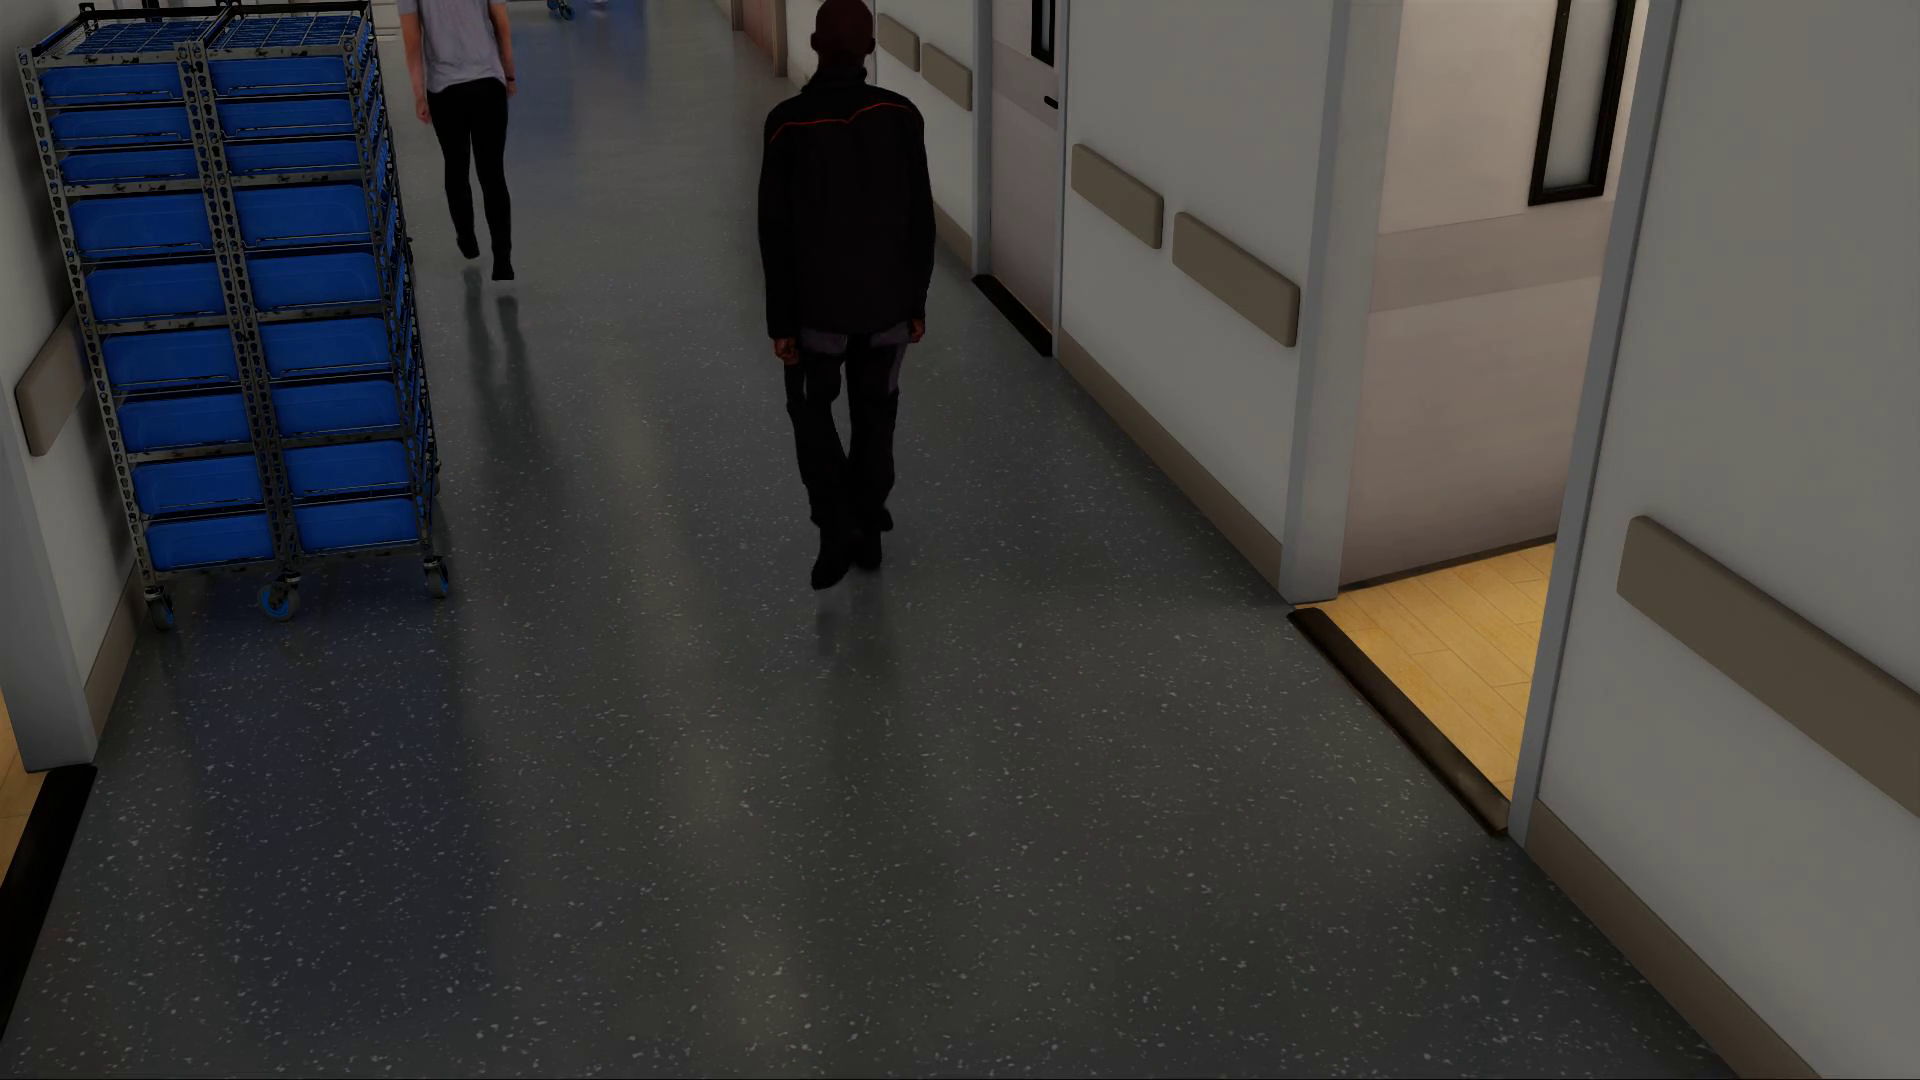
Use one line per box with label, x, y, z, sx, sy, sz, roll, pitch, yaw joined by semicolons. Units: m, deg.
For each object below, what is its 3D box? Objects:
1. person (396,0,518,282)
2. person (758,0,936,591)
person;-2.341;-2.111;7.953;0.708;1.820;1.209;-8;27;-17
person;-0.320;-0.689;5.022;0.719;1.804;0.895;-5;26;-10
